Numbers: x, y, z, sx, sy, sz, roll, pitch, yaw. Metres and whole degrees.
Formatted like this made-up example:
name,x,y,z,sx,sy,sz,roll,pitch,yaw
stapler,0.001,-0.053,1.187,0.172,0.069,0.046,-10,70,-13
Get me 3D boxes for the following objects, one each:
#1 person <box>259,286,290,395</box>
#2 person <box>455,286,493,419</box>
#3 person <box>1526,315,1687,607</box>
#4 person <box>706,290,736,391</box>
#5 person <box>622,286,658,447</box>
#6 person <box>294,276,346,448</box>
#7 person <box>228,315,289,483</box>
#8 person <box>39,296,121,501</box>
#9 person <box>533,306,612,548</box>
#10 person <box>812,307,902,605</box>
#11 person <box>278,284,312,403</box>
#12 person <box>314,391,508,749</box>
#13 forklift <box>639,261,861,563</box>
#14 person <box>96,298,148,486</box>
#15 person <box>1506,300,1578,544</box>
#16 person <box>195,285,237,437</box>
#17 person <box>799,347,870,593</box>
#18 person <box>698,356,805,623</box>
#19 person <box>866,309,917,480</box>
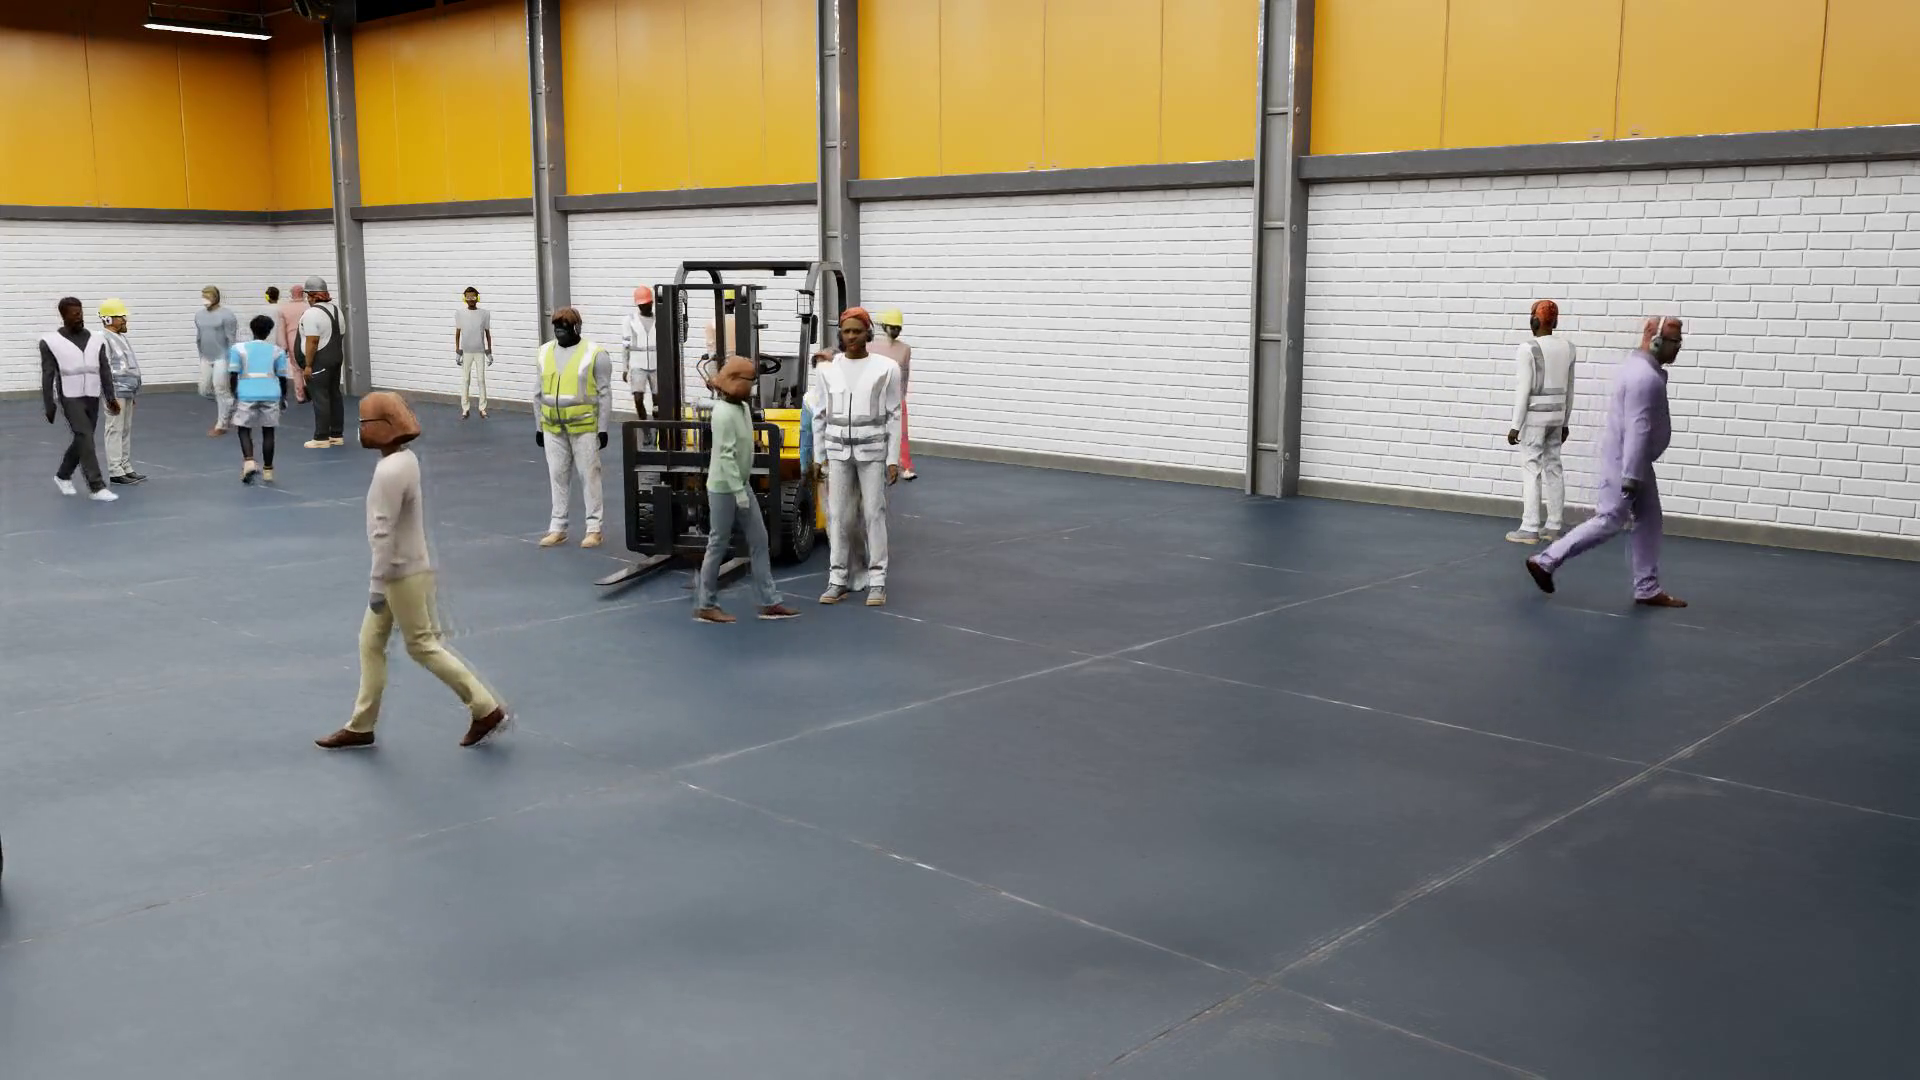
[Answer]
name,x,y,z,sx,sy,sz,roll,pitch,yaw
person,-10.972,-3.137,26.654,0.547,1.855,0.697,-7,12,-37
person,-6.907,-2.652,23.627,0.519,1.862,0.331,-3,10,-16
person,4.102,-0.492,10.458,0.894,1.853,0.654,4,10,24
person,-2.585,-1.884,18.734,0.584,1.919,0.382,-5,11,-30
person,-3.655,-2.034,19.666,0.656,1.911,0.460,-3,10,-19
person,-7.642,-2.116,19.785,0.537,2.000,0.680,2,9,10
person,-6.922,-1.390,16.477,0.574,1.662,0.551,-5,11,-29
person,-8.176,-1.313,15.379,0.981,1.883,0.589,5,10,26
person,-2.962,-0.854,12.664,0.633,1.839,0.429,2,10,14
person,-0.656,-0.524,10.504,0.579,1.884,0.352,2,9,12
person,-10.323,-3.067,26.086,0.654,1.887,0.588,-2,9,-13
person,-2.415,0.143,7.282,0.809,1.599,0.513,-2,9,-11
forklift,-1.552,-1.040,12.721,1.214,2.155,2.313,2,9,11
person,-8.267,-1.453,16.356,0.404,1.833,0.587,-2,9,-9
person,4.492,-0.909,12.862,0.585,1.882,0.337,-4,10,-26
person,-9.404,-2.275,21.123,0.632,1.923,0.528,3,10,16
person,-0.775,-0.428,10.689,0.553,1.620,0.367,5,11,28
person,-1.259,-0.279,9.869,0.715,1.605,0.507,2,10,15
person,-0.734,-1.471,16.842,0.524,1.716,0.936,-4,10,-23
